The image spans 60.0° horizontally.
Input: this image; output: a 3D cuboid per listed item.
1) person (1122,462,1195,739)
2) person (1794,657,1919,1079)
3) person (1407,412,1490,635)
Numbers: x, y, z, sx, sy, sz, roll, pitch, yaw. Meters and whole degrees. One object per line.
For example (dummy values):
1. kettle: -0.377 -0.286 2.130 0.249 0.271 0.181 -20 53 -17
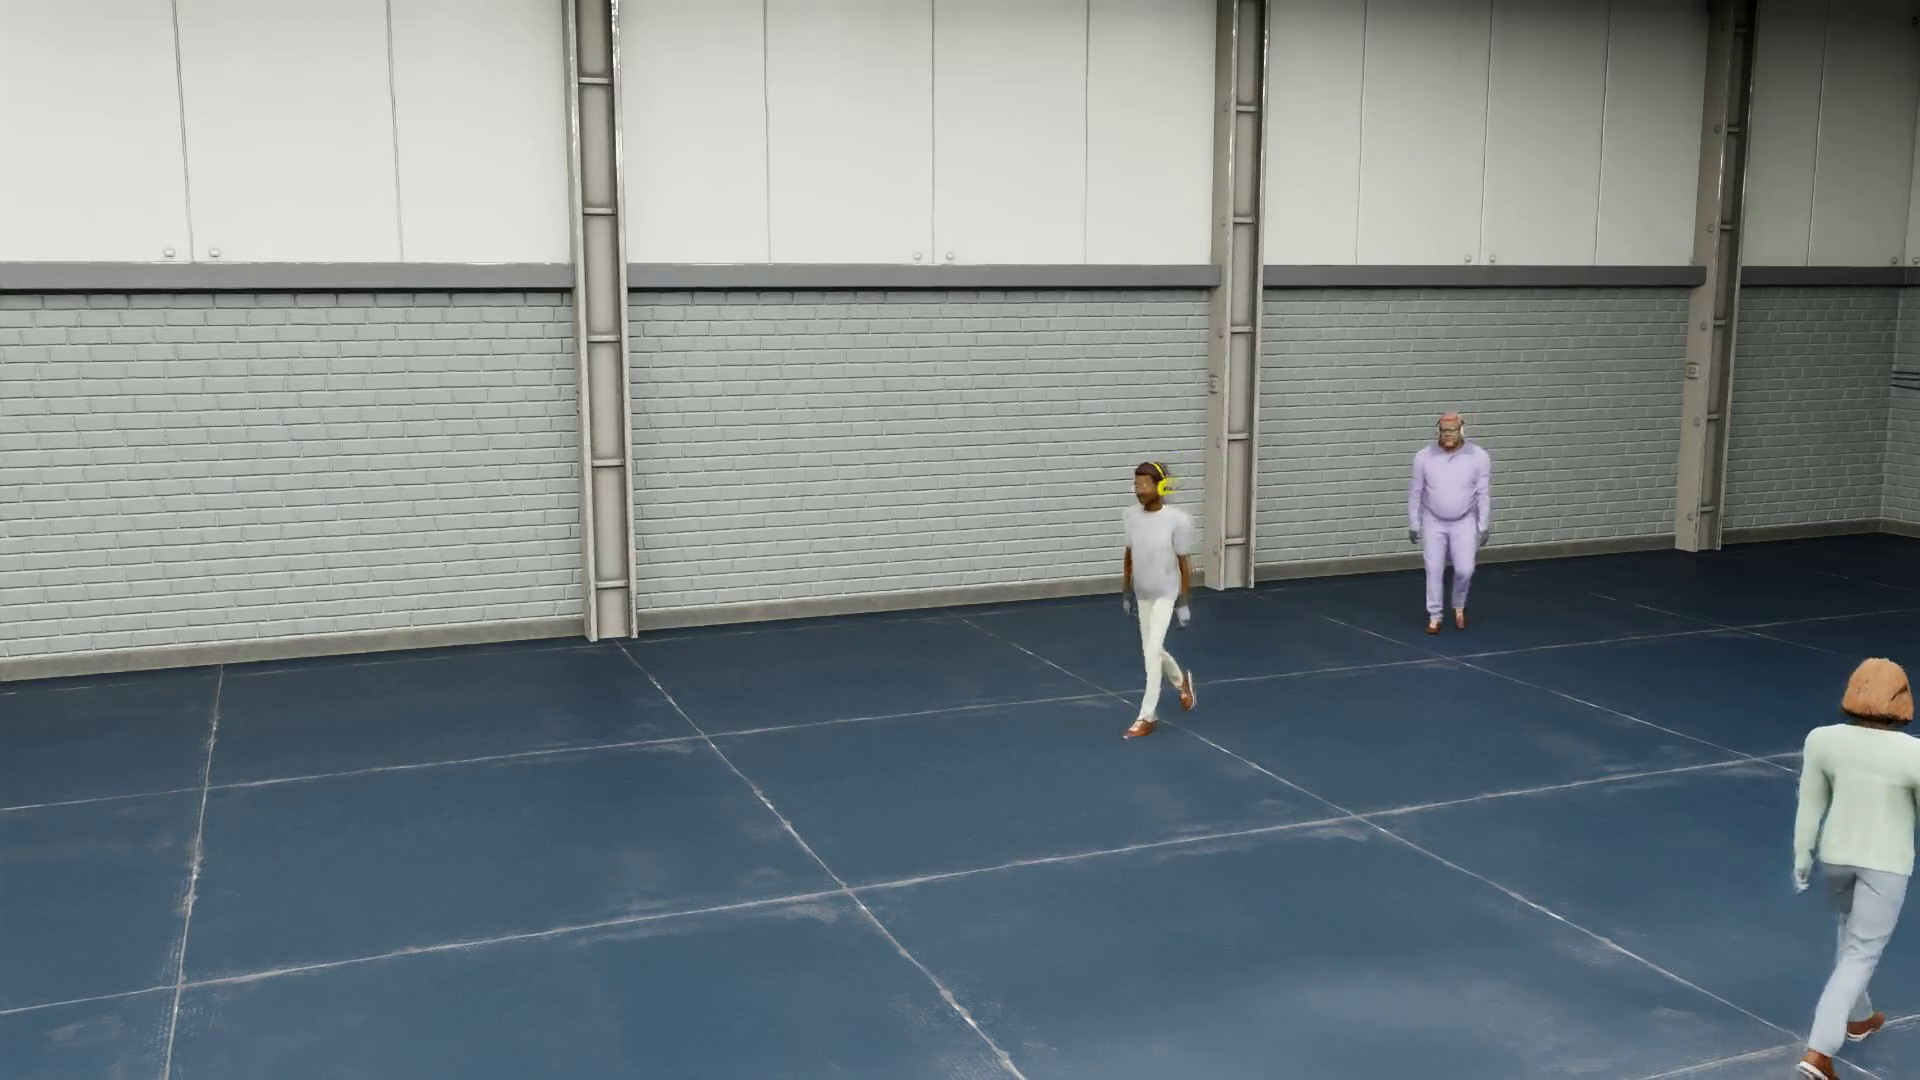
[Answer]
1. person: 1.343 0.360 11.138 0.523 1.838 0.862 7 12 38
2. person: 3.431 1.237 6.338 0.844 1.593 0.499 -6 11 -35
3. person: 4.111 -0.134 14.028 0.671 1.891 0.437 3 10 19
